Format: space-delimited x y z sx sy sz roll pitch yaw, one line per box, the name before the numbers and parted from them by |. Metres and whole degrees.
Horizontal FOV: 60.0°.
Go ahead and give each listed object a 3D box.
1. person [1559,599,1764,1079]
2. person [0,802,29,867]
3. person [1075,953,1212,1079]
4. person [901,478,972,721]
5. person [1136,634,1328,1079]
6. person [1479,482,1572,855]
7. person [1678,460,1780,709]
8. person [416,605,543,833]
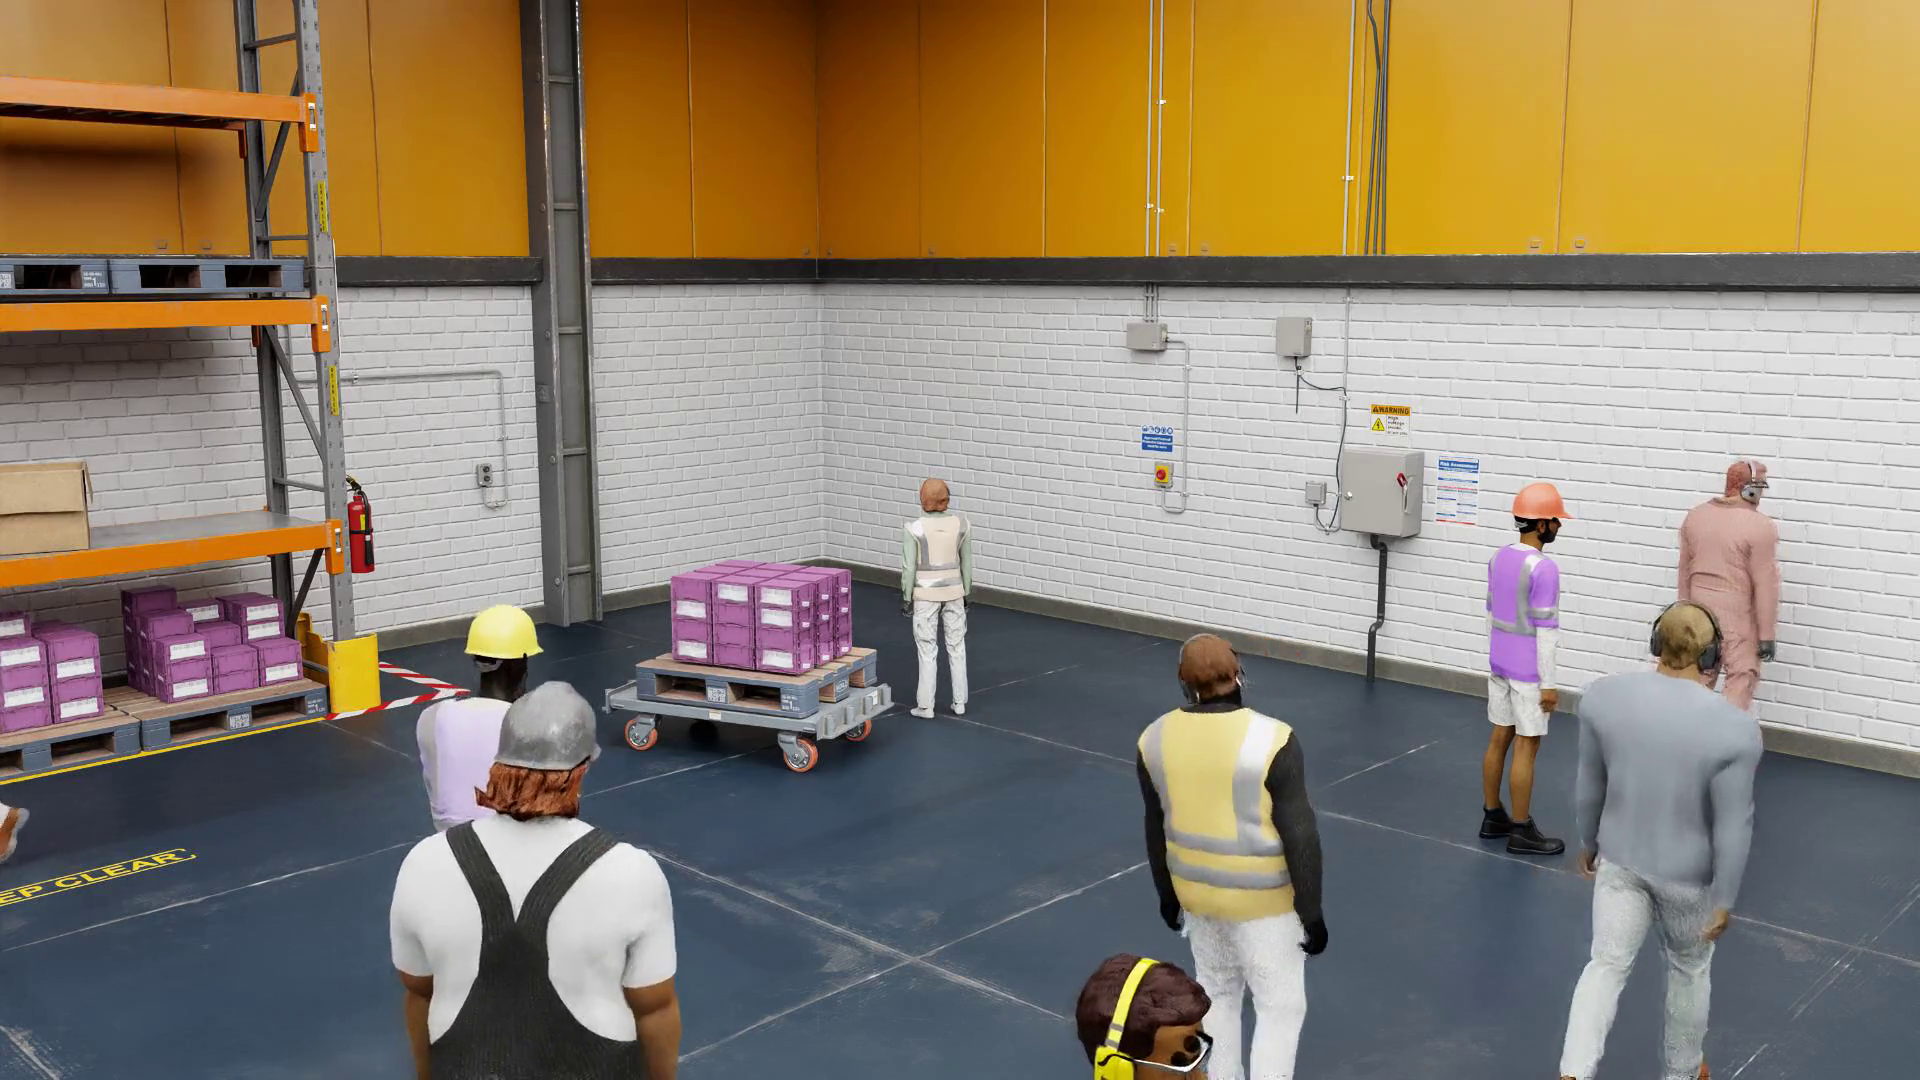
person | 2.412 1.150 5.808 0.638 1.909 0.918 8 12 40
person | -4.979 0.793 7.989 0.639 1.914 0.888 6 11 32
person | 0.282 1.629 2.978 0.310 1.864 0.533 4 10 23
person | -0.156 0.400 11.209 0.515 1.636 0.315 -4 10 -22
person | 0.947 1.227 5.702 0.724 1.800 0.438 8 12 41
person | 2.957 0.661 8.682 0.375 1.939 0.546 -2 9 -12
person | 4.636 0.463 10.089 0.447 1.901 0.720 -4 10 -22
person | -1.594 1.152 5.883 0.591 1.873 0.982 2 10 15
